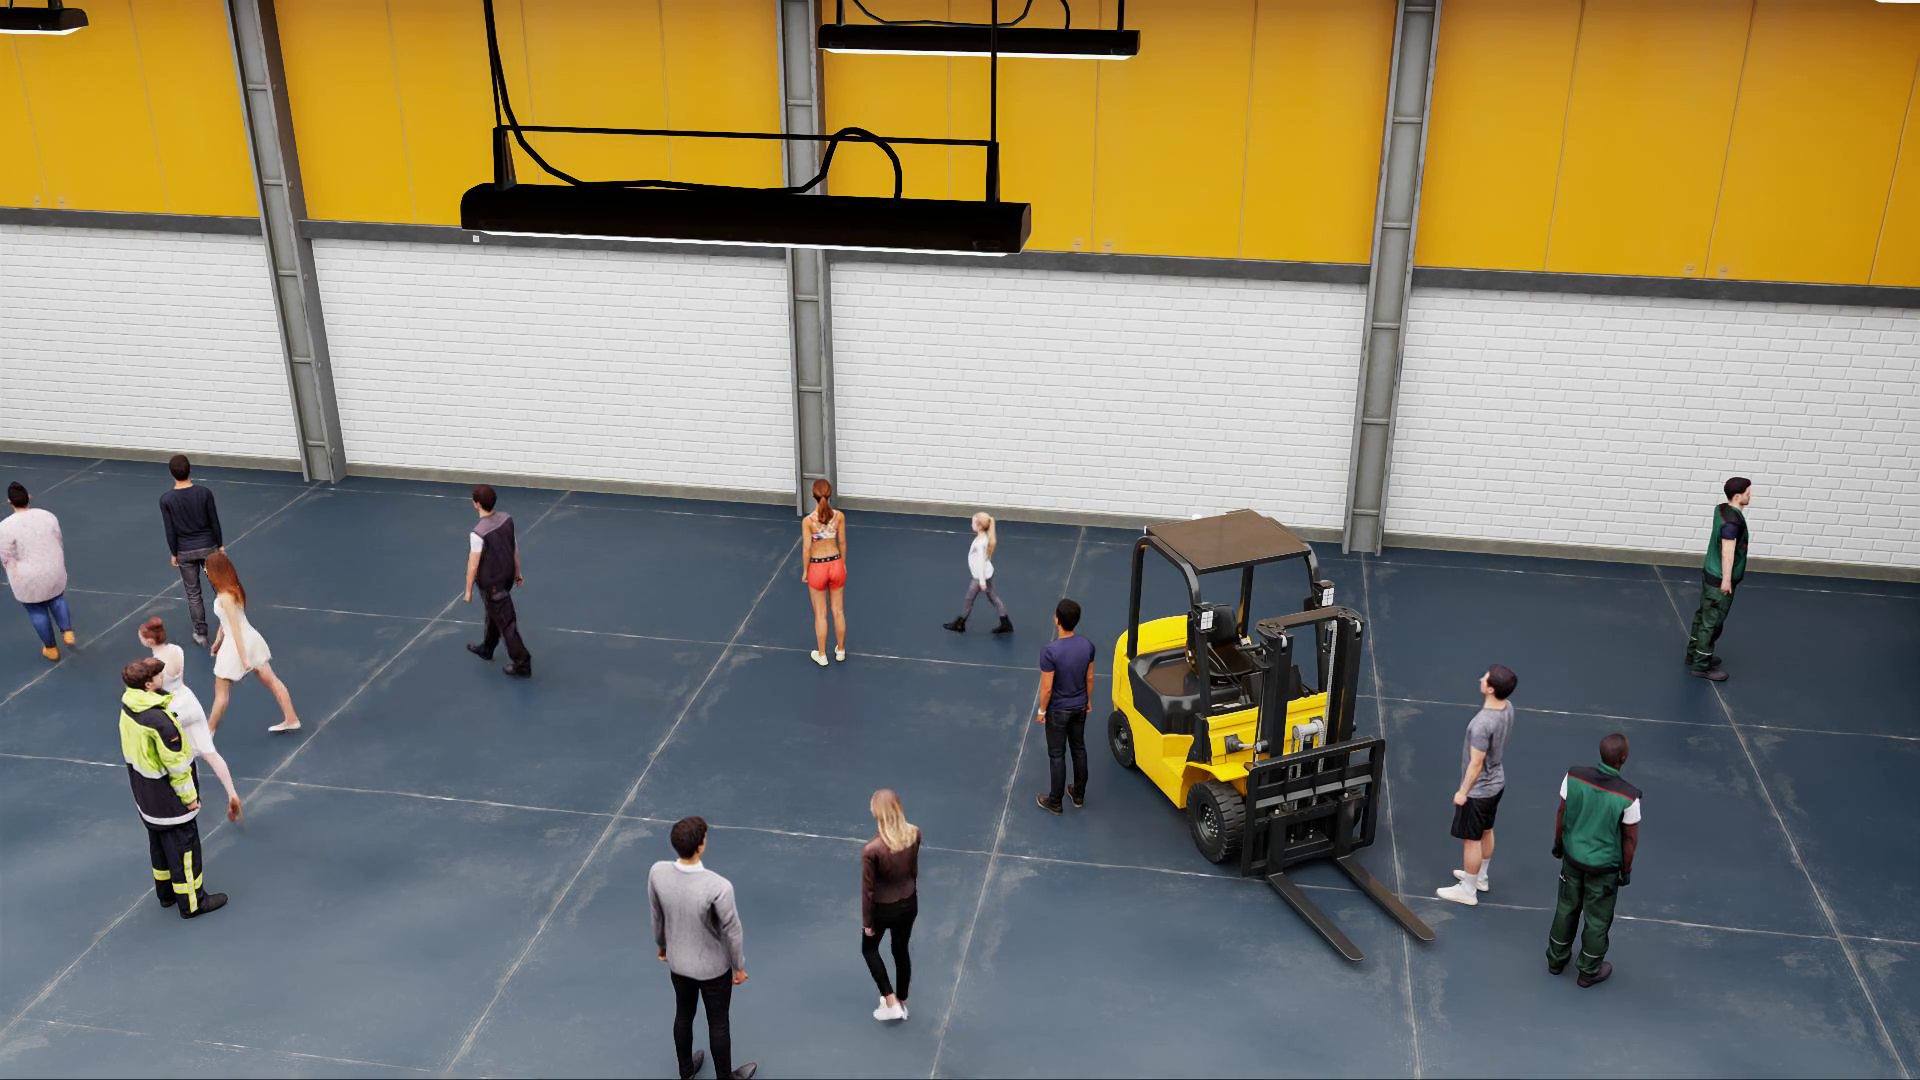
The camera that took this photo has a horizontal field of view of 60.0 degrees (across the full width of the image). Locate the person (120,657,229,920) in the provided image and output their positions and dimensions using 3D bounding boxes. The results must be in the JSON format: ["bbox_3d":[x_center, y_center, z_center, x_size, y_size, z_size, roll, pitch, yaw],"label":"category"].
[{"bbox_3d":[-5.572,1.711,11.641,0.784,1.981,0.931,17,29,34],"label":"person"}]

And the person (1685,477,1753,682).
[{"bbox_3d":[6.829,0.315,14.936,0.574,1.901,0.676,5,24,12],"label":"person"}]

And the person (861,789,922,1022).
[{"bbox_3d":[-0.377,2.364,10.509,0.720,1.693,0.779,-17,29,-33],"label":"person"}]

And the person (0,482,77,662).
[{"bbox_3d":[-8.401,0.303,15.175,0.870,1.732,0.837,20,30,38],"label":"person"}]

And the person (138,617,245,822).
[{"bbox_3d":[-5.847,1.407,12.650,1.202,1.732,0.788,11,26,23],"label":"person"}]

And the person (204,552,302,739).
[{"bbox_3d":[-5.898,0.899,13.905,1.200,1.656,0.814,-4,24,-10],"label":"person"}]

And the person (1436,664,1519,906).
[{"bbox_3d":[3.703,1.721,11.756,0.745,1.871,0.742,20,30,37],"label":"person"}]

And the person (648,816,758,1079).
[{"bbox_3d":[-1.570,2.488,9.938,0.629,1.922,0.855,9,25,20],"label":"person"}]

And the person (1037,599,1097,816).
[{"bbox_3d":[0.825,1.286,12.850,0.686,1.793,0.770,-13,27,-27],"label":"person"}]

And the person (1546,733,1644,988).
[{"bbox_3d":[4.165,2.090,10.955,0.734,1.838,0.839,21,31,40],"label":"person"}]

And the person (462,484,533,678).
[{"bbox_3d":[-4.056,0.395,14.850,1.076,1.824,0.817,9,25,20],"label":"person"}]

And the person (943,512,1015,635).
[{"bbox_3d":[0.278,0.347,15.680,0.928,1.247,0.565,7,24,15],"label":"person"}]

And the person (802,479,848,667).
[{"bbox_3d":[-1.220,0.289,15.131,0.652,1.792,0.740,-9,25,-20],"label":"person"}]

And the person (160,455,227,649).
[{"bbox_3d":[-7.092,0.098,15.471,0.695,1.871,0.770,-13,27,-28],"label":"person"}]
